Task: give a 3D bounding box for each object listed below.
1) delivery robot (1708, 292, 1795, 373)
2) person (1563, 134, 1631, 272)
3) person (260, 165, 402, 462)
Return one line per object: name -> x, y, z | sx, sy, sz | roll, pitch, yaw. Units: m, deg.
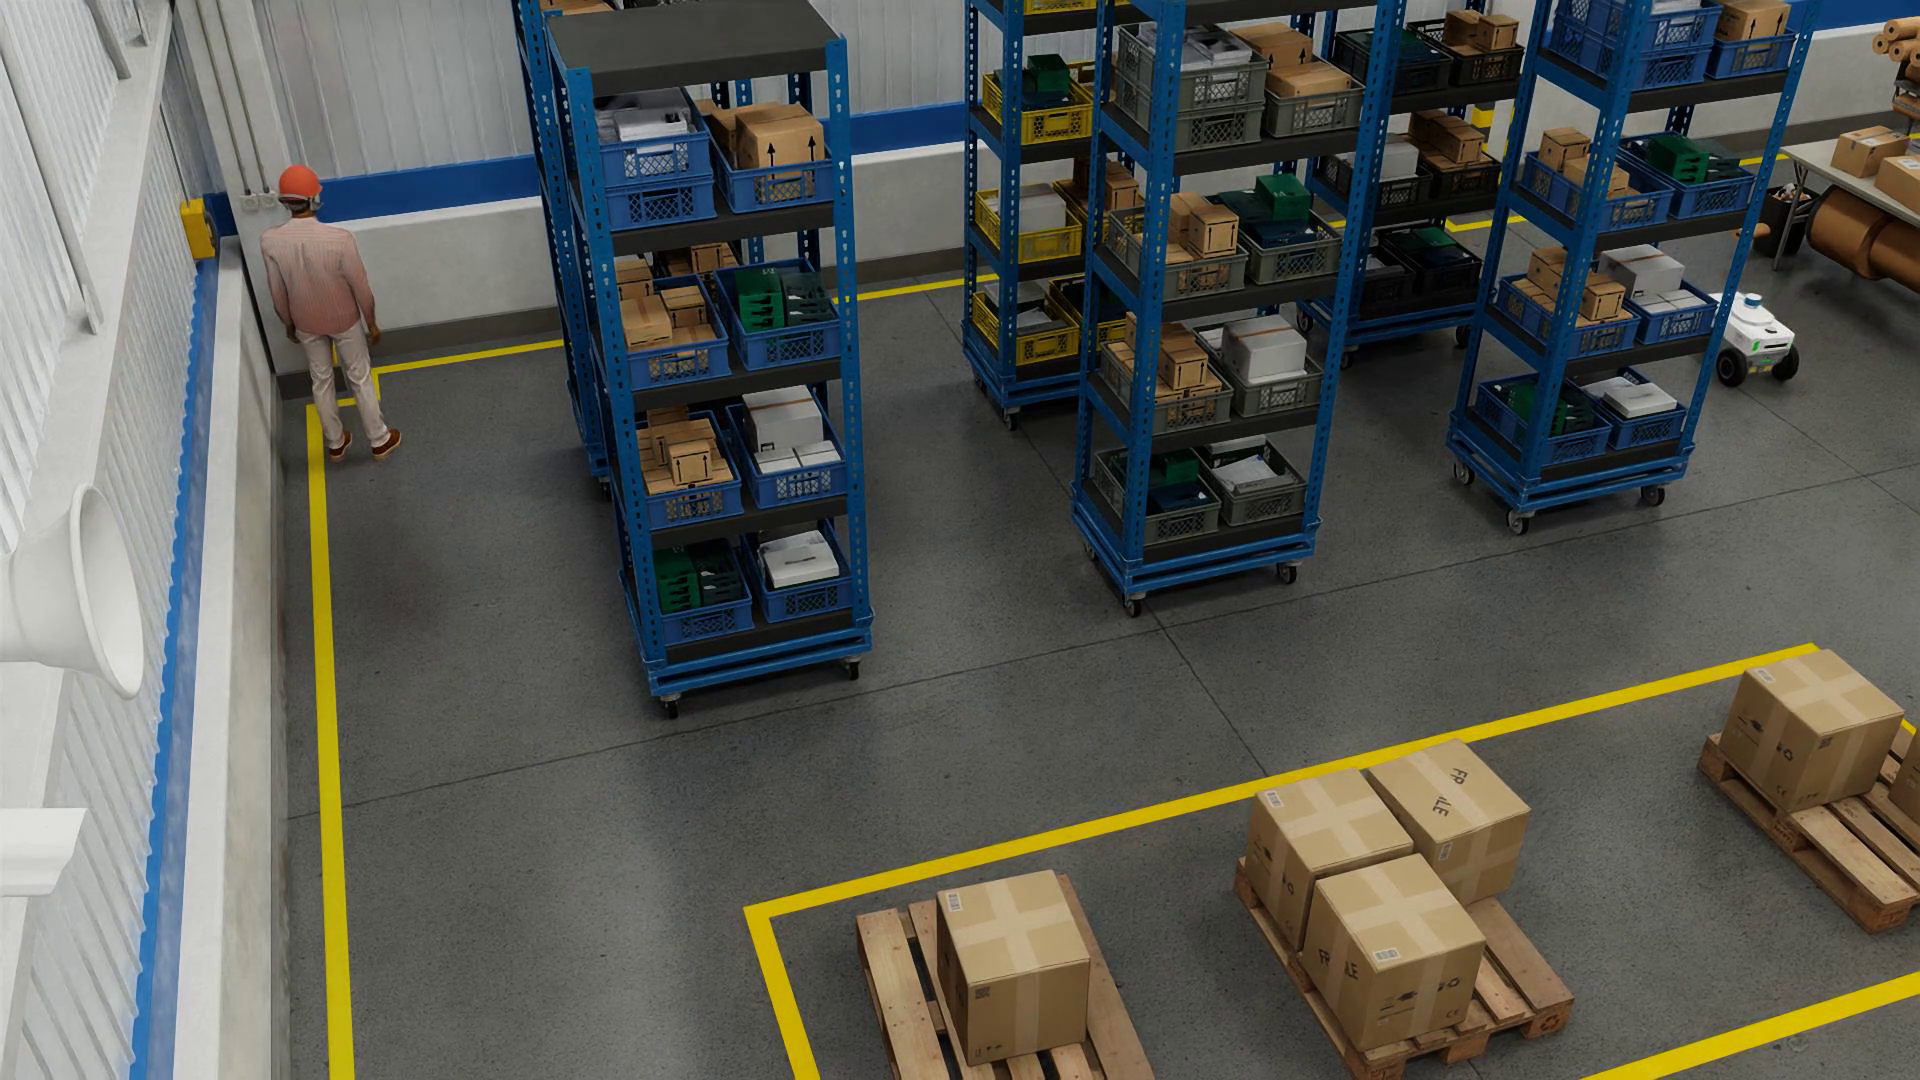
delivery robot -> 5.597, -1.523, 11.868 | 0.477, 0.478, 0.707 | -8, 36, -11
person -> 4.528, -2.111, 11.855 | 0.512, 1.629, 0.316 | -1, 35, -1
person -> -4.000, -1.417, 10.559 | 0.623, 1.989, 0.401 | 0, 35, 0
